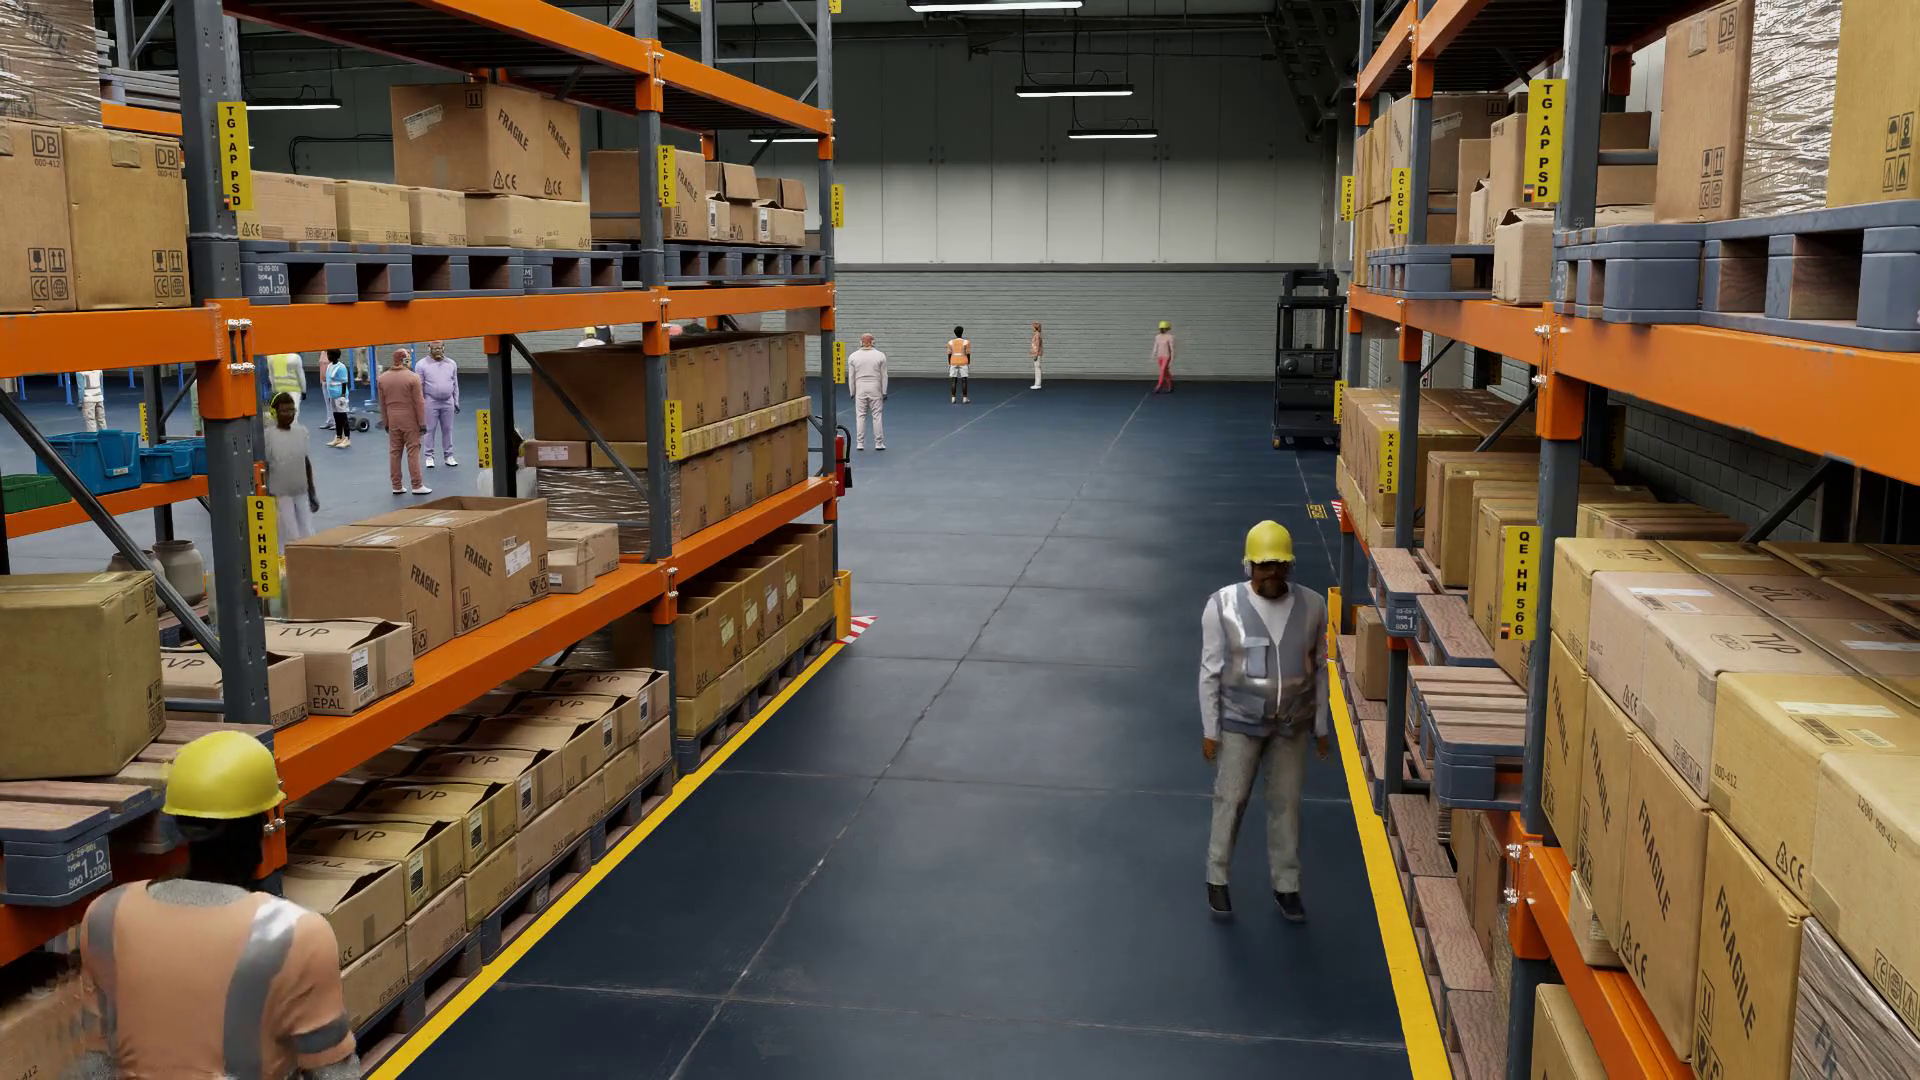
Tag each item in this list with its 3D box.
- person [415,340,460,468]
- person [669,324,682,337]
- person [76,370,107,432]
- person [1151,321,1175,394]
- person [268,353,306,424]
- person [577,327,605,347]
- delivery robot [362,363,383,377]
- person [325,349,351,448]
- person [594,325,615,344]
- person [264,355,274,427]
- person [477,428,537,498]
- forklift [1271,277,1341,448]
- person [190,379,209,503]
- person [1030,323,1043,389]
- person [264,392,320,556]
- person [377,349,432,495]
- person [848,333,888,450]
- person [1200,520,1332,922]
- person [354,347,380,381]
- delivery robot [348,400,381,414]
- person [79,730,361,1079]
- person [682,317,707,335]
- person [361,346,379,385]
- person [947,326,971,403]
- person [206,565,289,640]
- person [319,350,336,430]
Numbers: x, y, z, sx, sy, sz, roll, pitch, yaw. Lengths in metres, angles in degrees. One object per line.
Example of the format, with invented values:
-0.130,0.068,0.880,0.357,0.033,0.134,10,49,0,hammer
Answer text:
-7.786,-2.047,24.857,0.652,1.906,0.403,-7,11,-36,person
-4.799,-2.605,27.904,0.420,2.032,0.632,0,9,-2,person
-13.939,-2.209,26.686,0.314,1.636,0.514,3,10,16,person
4.877,-4.351,39.660,0.922,1.726,0.522,-8,12,-40,person
-11.432,-2.550,28.252,0.635,1.814,0.848,3,10,18,person
-7.496,-3.474,33.915,0.617,1.819,0.432,-1,9,-6,person
-15.767,-4.576,44.450,0.707,0.478,0.477,7,11,35,delivery robot
-10.308,-2.376,27.532,0.529,1.695,0.321,9,13,44,person
-9.034,-4.857,41.907,0.692,2.000,0.832,-3,10,-15,person
-12.581,-2.944,30.688,0.630,1.820,0.705,6,11,33,person
-3.244,0.077,12.032,0.538,1.830,0.964,1,9,7,person
5.847,-3.016,27.970,1.129,2.768,1.873,1,9,9,forklift
-9.266,-1.402,20.756,0.403,1.943,0.607,7,12,37,person
1.901,-4.558,41.162,0.307,1.641,0.514,0,9,0,person
-6.016,-0.408,14.892,0.539,1.855,0.528,5,11,30,person
-7.264,-1.546,21.785,0.638,1.902,0.406,2,10,15,person
-1.490,-2.416,27.154,0.636,1.902,0.406,0,9,3,person
1.383,0.810,7.537,0.616,1.824,0.474,-1,9,-6,person
-15.760,-5.016,44.147,0.769,1.593,0.518,5,10,27,person
-10.876,-2.447,30.522,0.335,0.223,0.698,8,12,42,delivery robot
-1.634,1.359,3.831,0.624,1.905,0.641,2,9,11,person
-6.301,-4.475,39.610,0.641,1.974,0.444,0,9,1,person
-15.202,-4.969,42.783,0.372,1.939,0.631,2,9,9,person
-0.014,-3.884,36.822,0.534,1.700,0.318,2,9,10,person
-3.792,0.688,8.827,0.537,1.618,0.562,2,9,13,person
-11.662,-2.921,30.703,0.524,1.760,0.326,7,12,38,person
